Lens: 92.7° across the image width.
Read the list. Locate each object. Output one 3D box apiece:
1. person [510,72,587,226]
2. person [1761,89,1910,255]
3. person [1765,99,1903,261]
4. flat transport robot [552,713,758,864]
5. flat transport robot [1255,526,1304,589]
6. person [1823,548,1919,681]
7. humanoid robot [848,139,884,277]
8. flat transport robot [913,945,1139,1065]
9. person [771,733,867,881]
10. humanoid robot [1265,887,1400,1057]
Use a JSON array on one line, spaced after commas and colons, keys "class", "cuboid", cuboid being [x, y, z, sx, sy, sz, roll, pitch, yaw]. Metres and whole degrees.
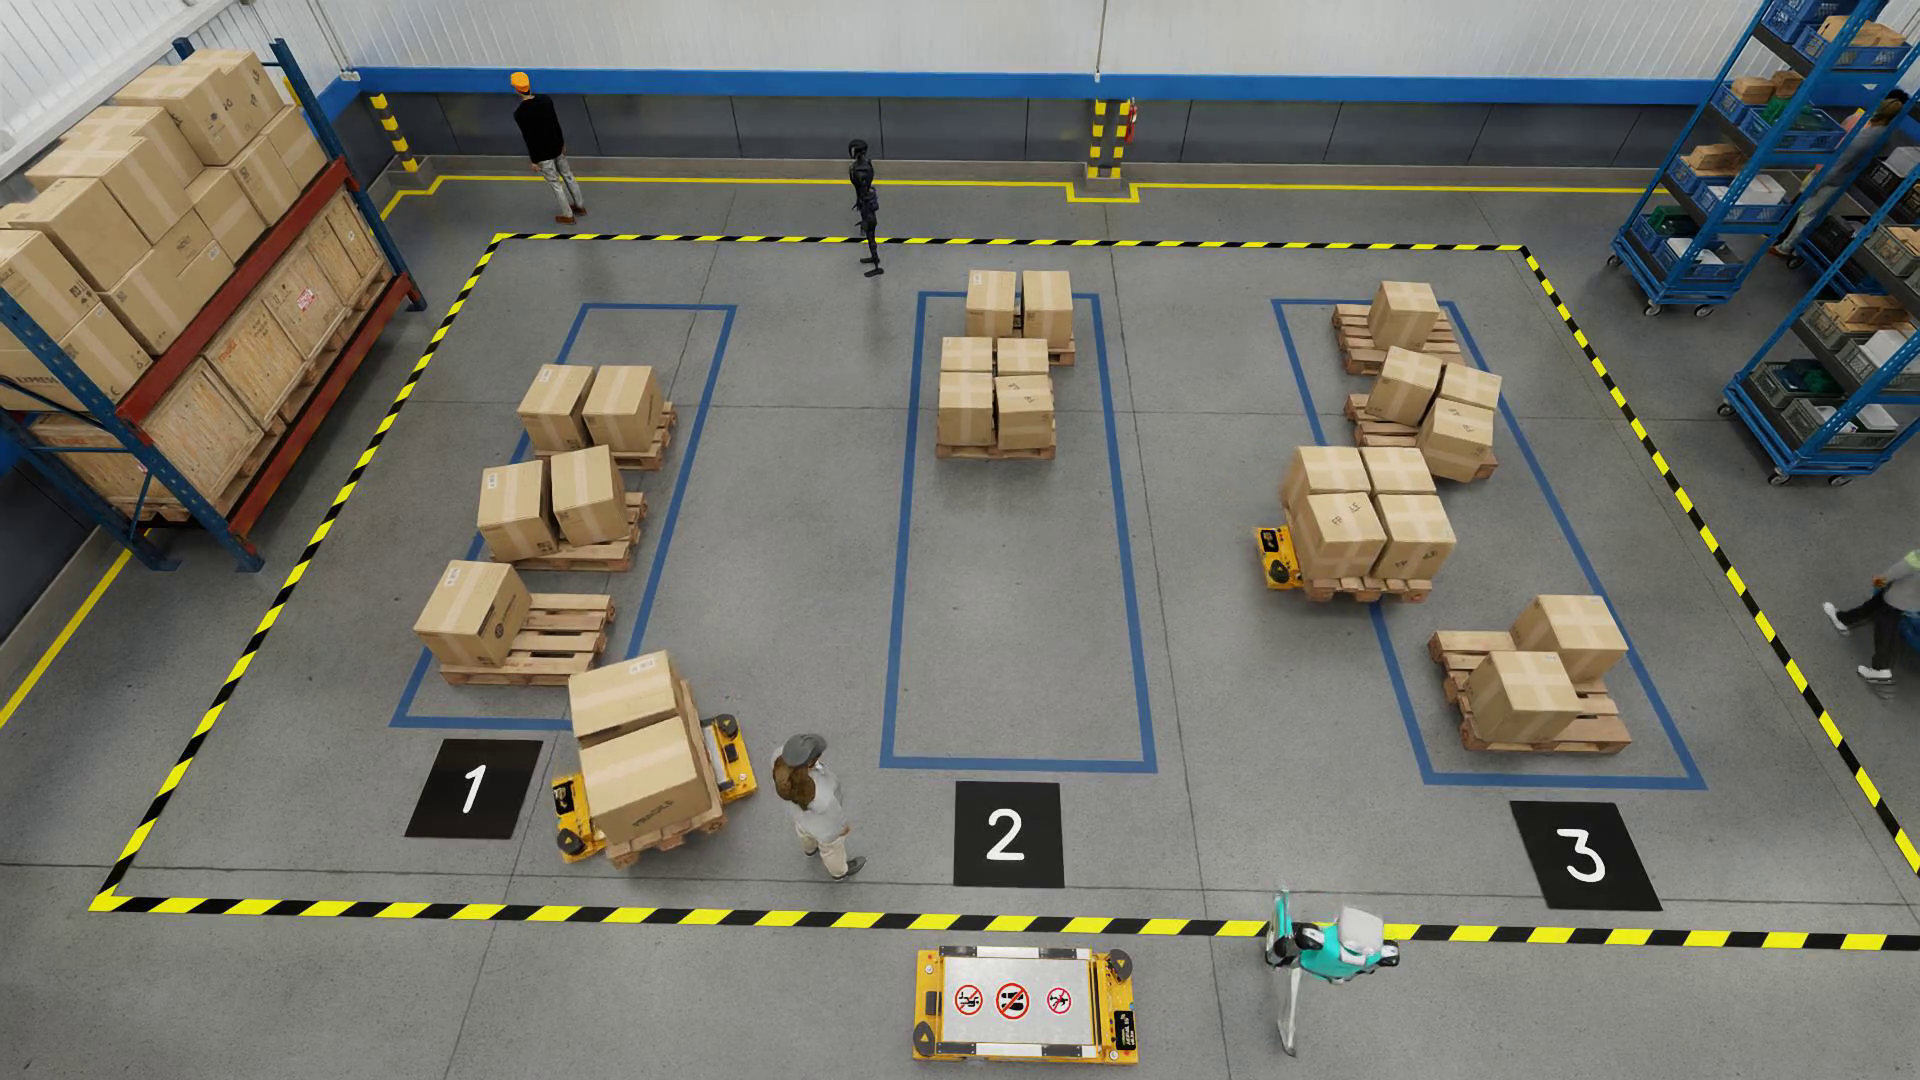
[{"class": "person", "cuboid": [-5.137, -4.842, 11.392, 0.383, 1.880, 0.588, 20, 54, 15]}, {"class": "person", "cuboid": [10.463, -4.404, 10.981, 0.361, 1.963, 0.611, 9, 51, 7]}, {"class": "person", "cuboid": [10.394, -4.244, 10.879, 0.627, 1.933, 0.363, -19, 53, -15]}, {"class": "flat transport robot", "cuboid": [-2.329, 1.850, 6.960, 1.431, 0.197, 0.652, -19, 53, -15]}, {"class": "flat transport robot", "cuboid": [3.491, 0.136, 8.357, 1.431, 0.197, 0.652, 1, 51, 1]}, {"class": "person", "cuboid": [7.635, 0.367, 7.190, 0.588, 1.819, 0.856, 4, 51, 3]}, {"class": "humanoid robot", "cuboid": [-1.111, -3.882, 10.732, 0.315, 1.657, 0.599, -8, 51, -6]}, {"class": "flat transport robot", "cuboid": [0.422, 3.041, 6.007, 1.431, 0.231, 0.659, 1, 51, 1]}, {"class": "person", "cuboid": [-0.962, 1.785, 6.062, 0.562, 1.768, 0.397, 35, 59, 25]}, {"class": "humanoid robot", "cuboid": [2.125, 2.426, 5.555, 0.544, 1.727, 1.001, 9, 51, 7]}]
